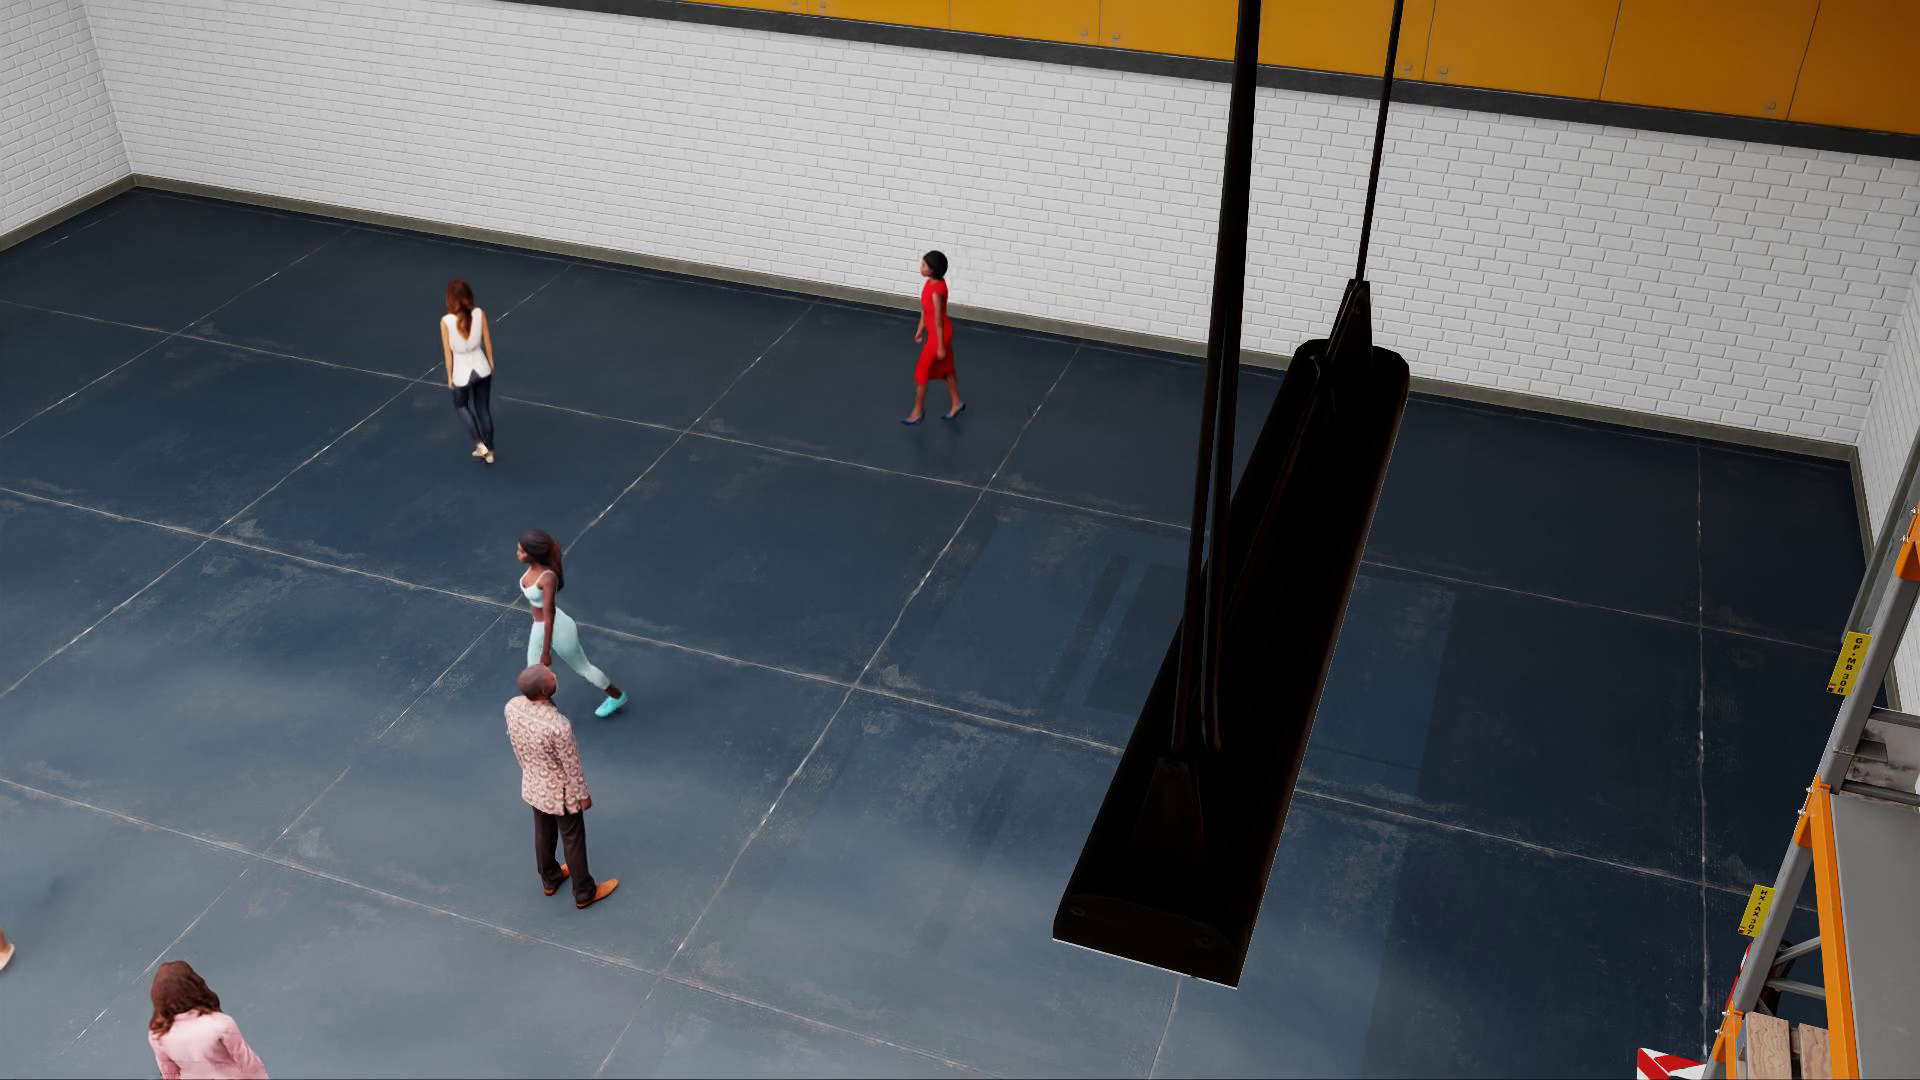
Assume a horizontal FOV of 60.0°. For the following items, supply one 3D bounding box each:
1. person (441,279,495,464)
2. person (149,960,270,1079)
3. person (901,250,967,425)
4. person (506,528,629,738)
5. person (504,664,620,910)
[{"bbox_3d":[-4.305,-1.442,14.741,0.694,1.776,0.784,-21,39,-29],"label":"person"},{"bbox_3d":[-3.691,2.847,8.285,0.843,1.780,1.069,-1,34,-2],"label":"person"},{"bbox_3d":[-0.118,-1.859,15.418,0.878,1.722,0.900,-4,34,-5],"label":"person"},{"bbox_3d":[-2.766,0.648,11.681,1.149,1.684,1.046,-16,37,-23],"label":"person"},{"bbox_3d":[-2.511,1.515,10.264,0.735,1.809,0.667,20,38,27],"label":"person"}]
